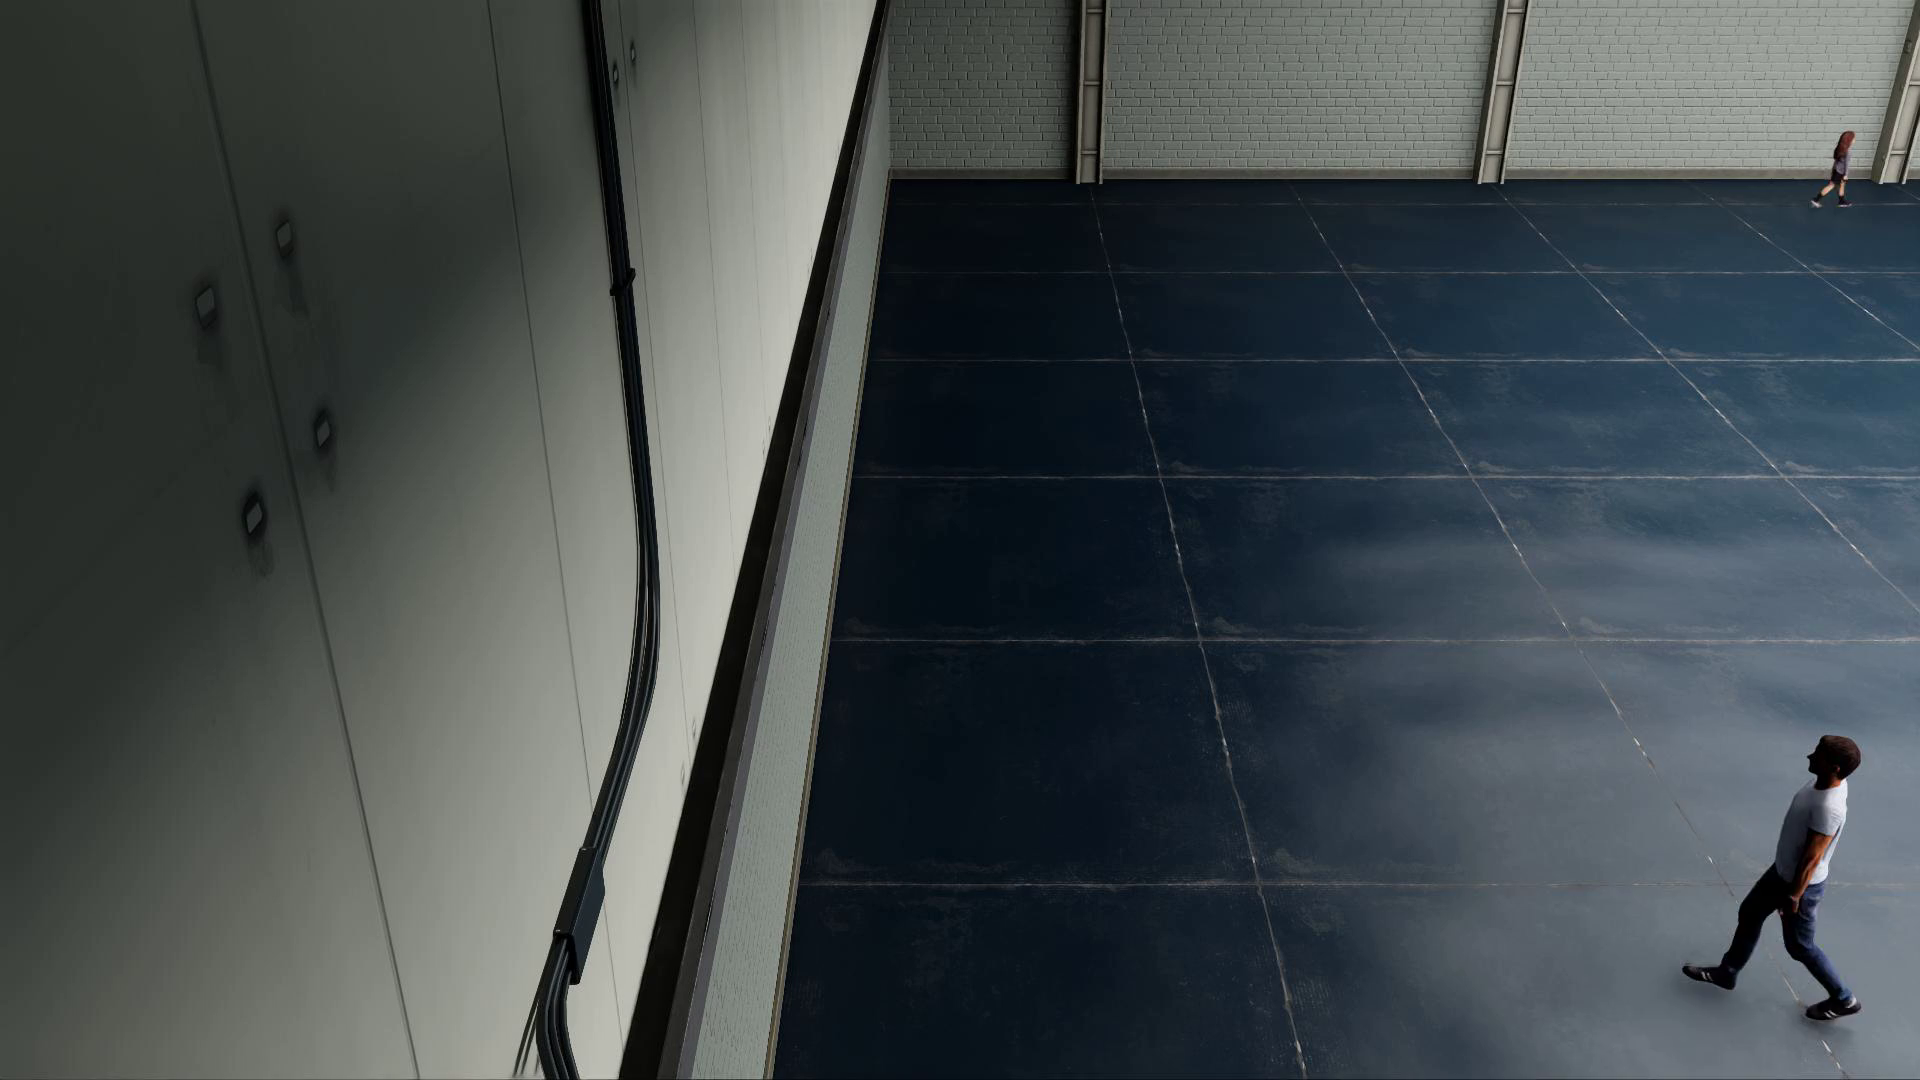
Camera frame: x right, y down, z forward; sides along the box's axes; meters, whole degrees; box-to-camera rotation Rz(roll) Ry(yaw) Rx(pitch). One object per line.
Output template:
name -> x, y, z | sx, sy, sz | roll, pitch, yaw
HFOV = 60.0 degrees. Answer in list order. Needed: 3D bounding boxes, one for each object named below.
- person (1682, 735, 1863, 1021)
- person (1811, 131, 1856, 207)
person -> 4.779, 1.920, 9.283 | 1.252, 1.838, 0.948 | 11, 30, 20
person -> 12.389, -5.227, 23.509 | 0.810, 1.080, 0.537 | 3, 28, 6
